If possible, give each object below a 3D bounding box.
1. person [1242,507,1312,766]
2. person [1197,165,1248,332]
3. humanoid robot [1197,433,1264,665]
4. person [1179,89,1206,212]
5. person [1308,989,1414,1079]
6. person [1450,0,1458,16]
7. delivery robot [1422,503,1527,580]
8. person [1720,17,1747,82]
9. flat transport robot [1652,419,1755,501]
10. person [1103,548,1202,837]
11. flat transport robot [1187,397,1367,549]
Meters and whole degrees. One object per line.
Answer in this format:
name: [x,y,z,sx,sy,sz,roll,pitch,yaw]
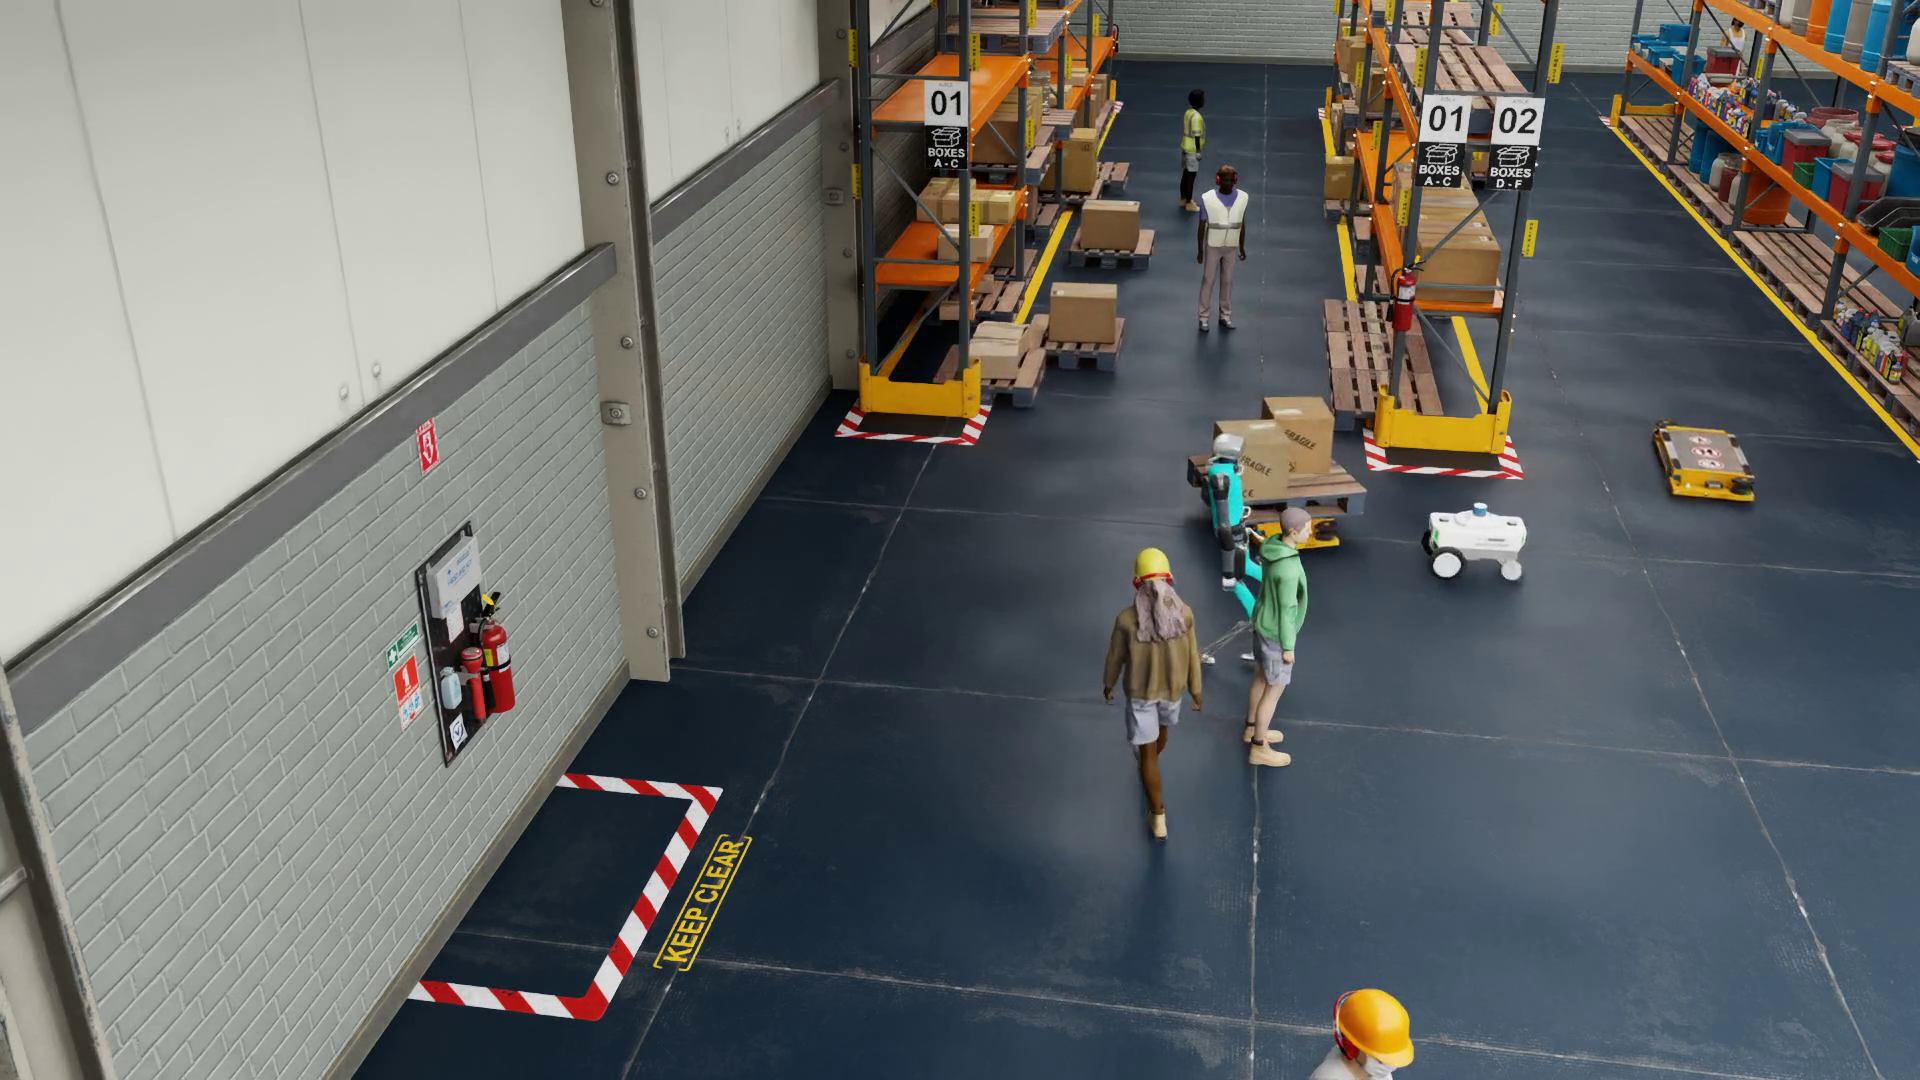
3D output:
person: [1.971,0.590,10.370,0.317,1.736,0.479,-1,25,-3]
person: [2.890,-3.238,18.425,0.571,1.843,0.375,-7,26,-14]
humanoid robot: [2.010,0.132,11.333,0.900,1.748,0.537,6,26,12]
person: [3.282,-5.486,23.409,0.321,1.697,0.530,-4,25,-8]
person: [1.431,2.443,6.219,0.386,1.889,0.569,17,30,32]
person: [9.335,-9.442,31.797,0.523,1.769,0.312,8,26,16]
delivery robot: [4.015,-0.001,13.020,0.778,0.594,0.499,3,25,7]
person: [13.646,-8.403,29.458,0.509,1.864,0.365,-5,25,-10]
flat transport robot: [6.643,-0.716,14.890,0.659,0.231,1.431,6,26,13]
person: [1.125,0.831,9.865,0.559,1.709,0.913,-4,25,-9]
flat transport robot: [2.613,-0.287,13.973,0.659,0.231,1.431,-4,25,-9]
